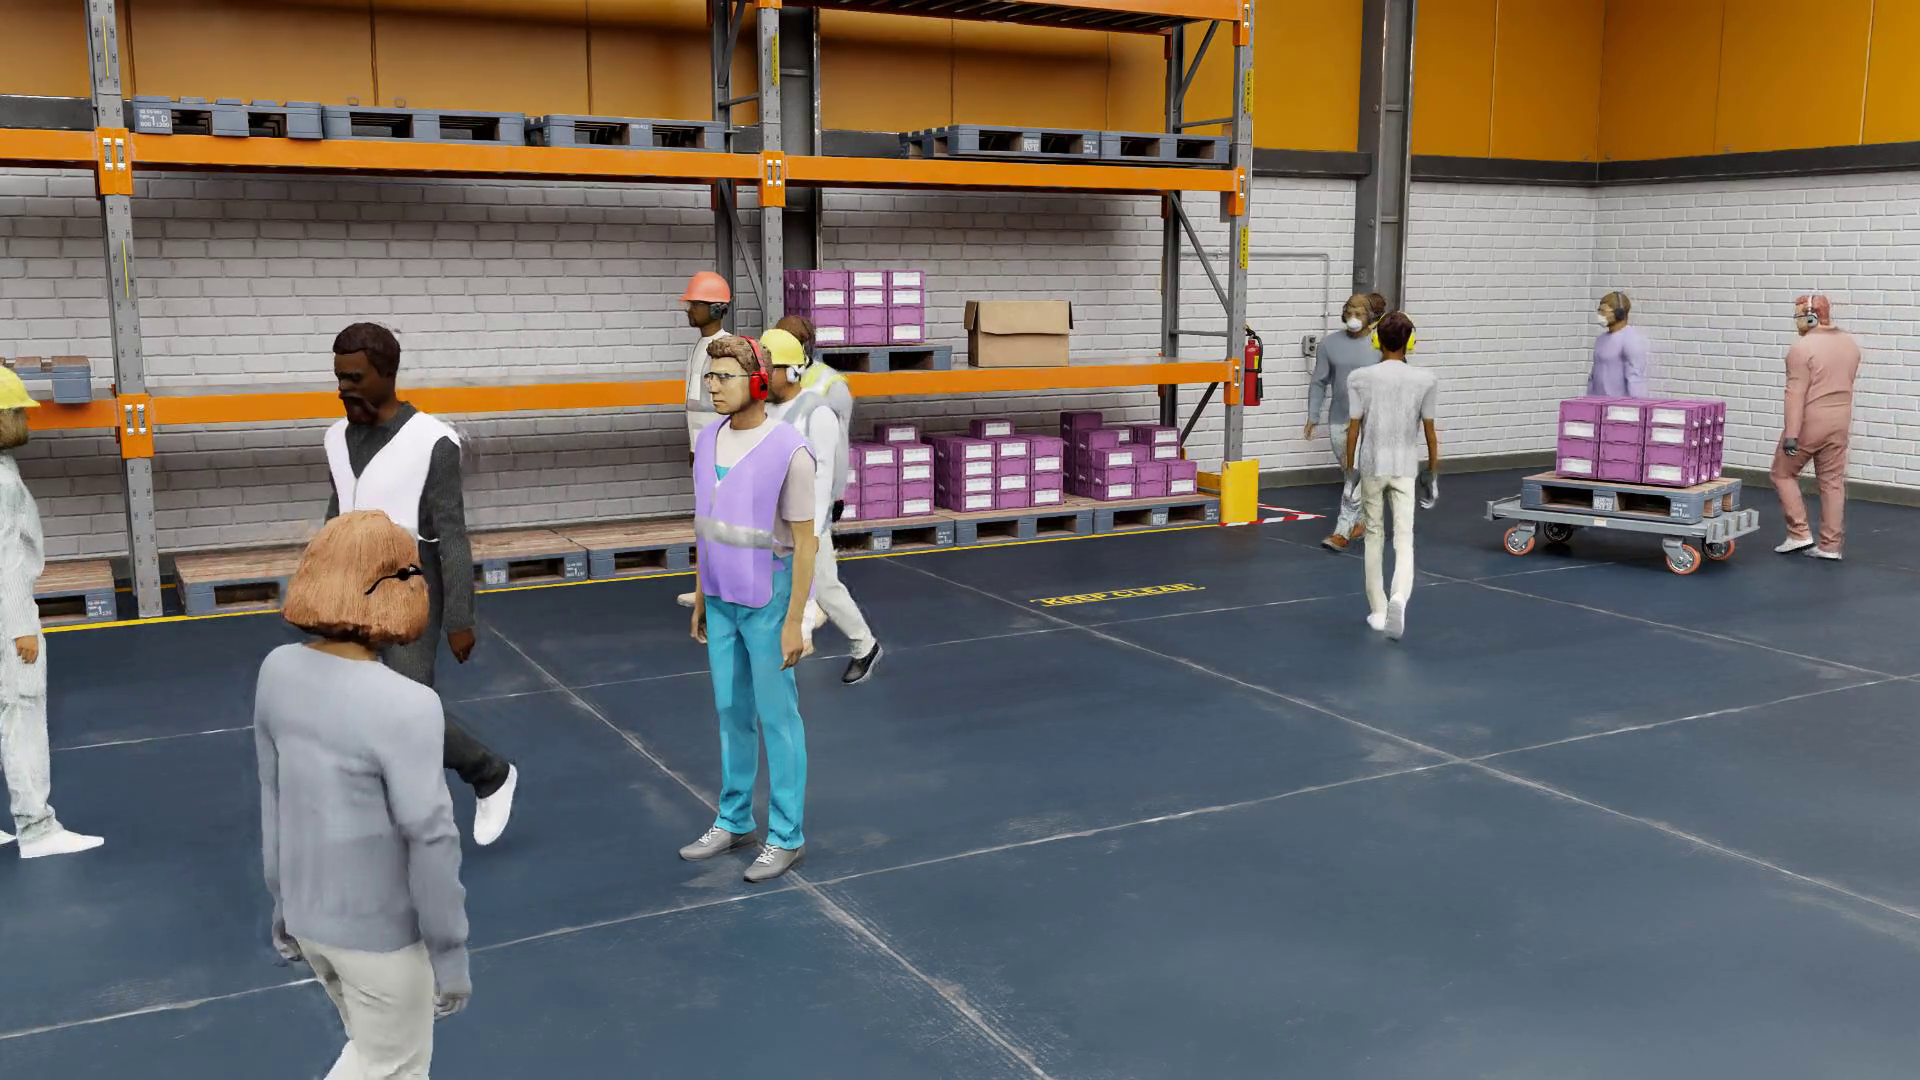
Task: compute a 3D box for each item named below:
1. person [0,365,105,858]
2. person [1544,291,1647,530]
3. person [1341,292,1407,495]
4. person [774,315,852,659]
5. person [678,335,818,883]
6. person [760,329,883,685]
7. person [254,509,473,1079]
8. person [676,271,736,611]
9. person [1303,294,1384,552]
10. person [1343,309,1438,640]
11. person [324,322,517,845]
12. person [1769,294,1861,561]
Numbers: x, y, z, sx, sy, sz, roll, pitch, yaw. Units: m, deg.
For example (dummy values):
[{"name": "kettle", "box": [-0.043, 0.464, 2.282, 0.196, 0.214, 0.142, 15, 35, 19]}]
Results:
[{"name": "person", "box": [-3.351, 0.263, 5.835, 0.355, 1.758, 0.488, -9, 13, -44]}, {"name": "person", "box": [5.174, -1.005, 13.076, 1.008, 1.897, 0.646, 0, 9, -1]}, {"name": "person", "box": [3.751, -1.325, 15.152, 0.626, 1.846, 0.429, 4, 10, 24]}, {"name": "person", "box": [-0.851, -0.299, 8.962, 0.640, 1.823, 0.653, 5, 11, 30]}, {"name": "person", "box": [-0.705, 0.226, 5.687, 0.563, 1.847, 0.390, 8, 13, 42]}, {"name": "person", "box": [-0.759, -0.123, 8.004, 0.581, 1.790, 0.921, 8, 12, 39]}, {"name": "person", "box": [-1.143, 0.746, 3.184, 0.528, 1.620, 0.385, 6, 11, 34]}, {"name": "person", "box": [-1.493, -0.574, 9.960, 0.367, 2.048, 0.607, -5, 10, -27]}, {"name": "person", "box": [2.932, -0.876, 12.329, 0.628, 1.887, 1.079, 8, 12, 39]}, {"name": "person", "box": [2.405, -0.360, 9.286, 0.517, 1.846, 0.770, 2, 10, 12]}, {"name": "person", "box": [-1.867, 0.209, 5.644, 0.588, 1.898, 0.553, 6, 11, 34]}, {"name": "person", "box": [6.055, -0.794, 11.816, 0.709, 1.876, 0.557, -3, 10, -17]}]
